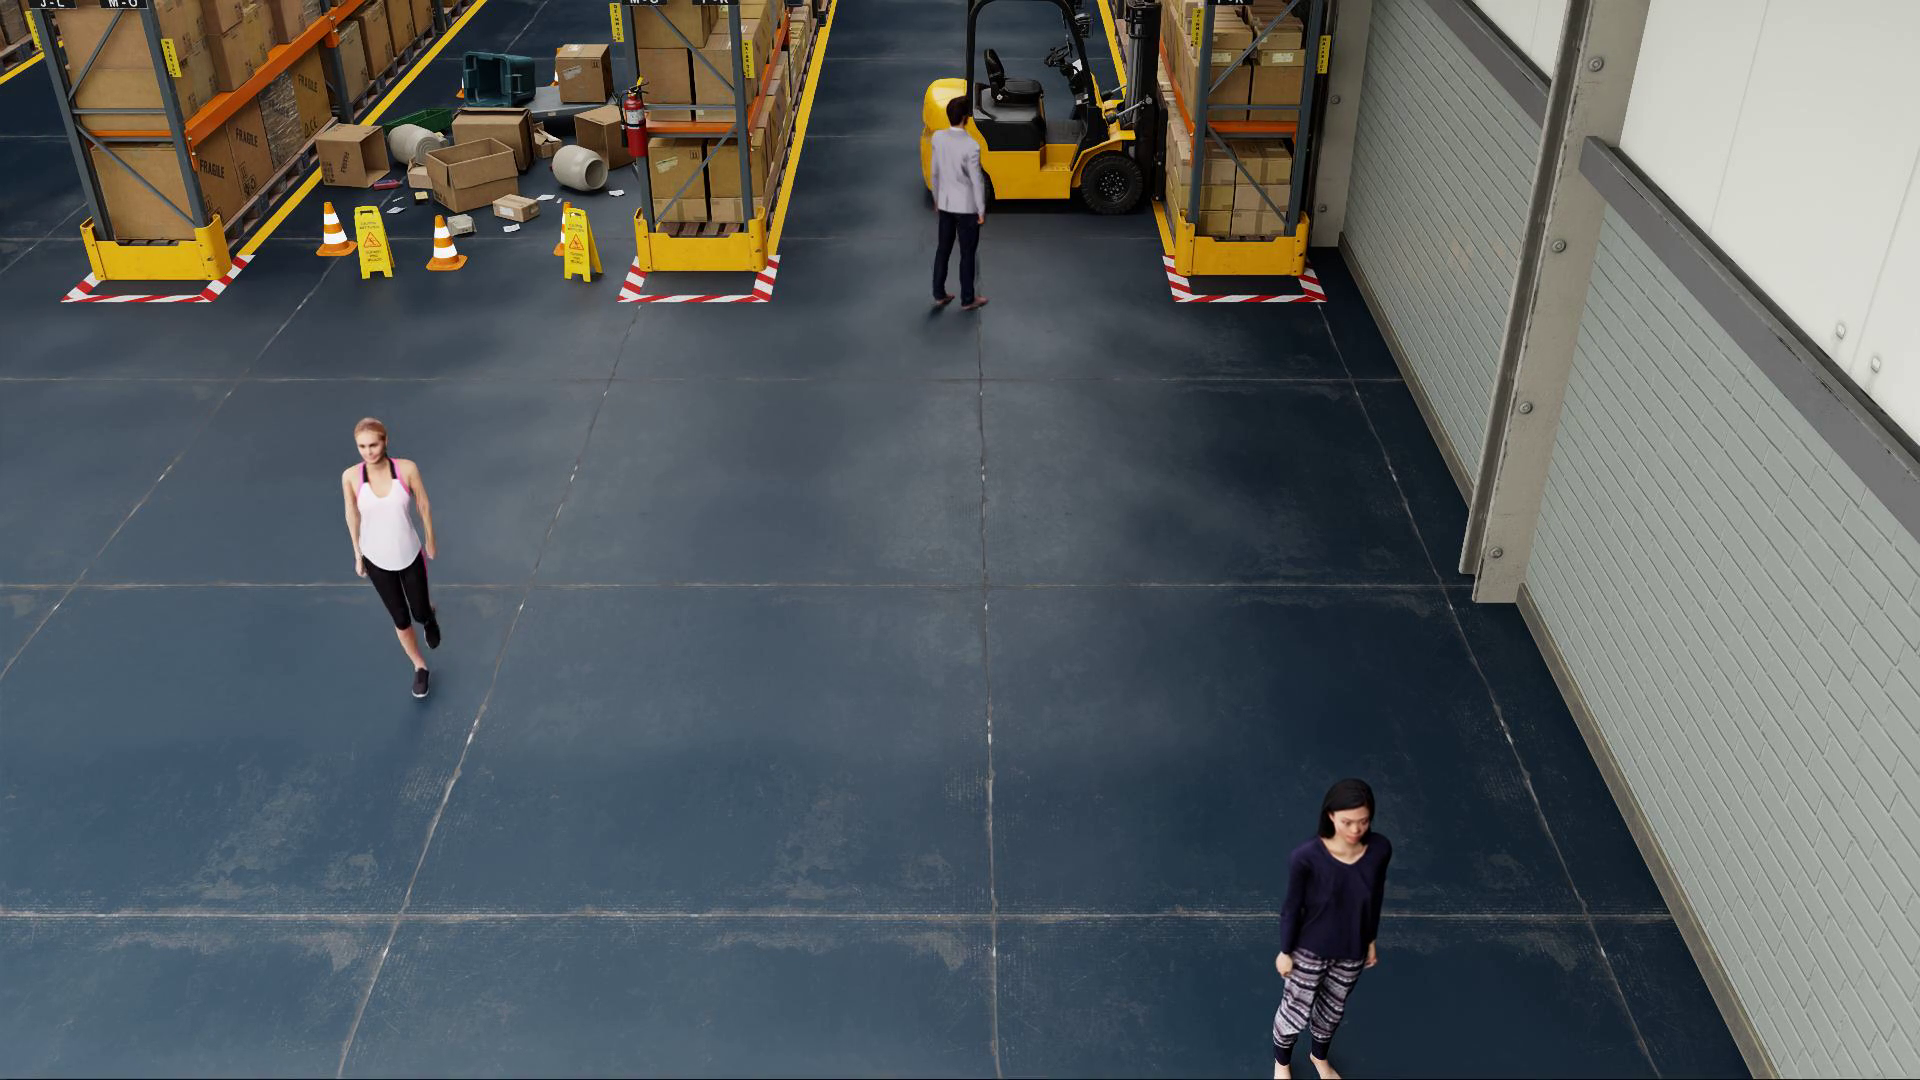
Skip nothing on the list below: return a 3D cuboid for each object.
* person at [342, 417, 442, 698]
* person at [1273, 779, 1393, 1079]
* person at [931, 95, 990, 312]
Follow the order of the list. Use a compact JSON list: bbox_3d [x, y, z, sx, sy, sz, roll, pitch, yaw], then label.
[{"bbox_3d":[-3.268,0.059,9.649,0.694,1.774,0.853,-6,33,-9],"label":"person"},{"bbox_3d":[1.572,1.695,7.094,0.648,1.734,0.578,-6,33,-9],"label":"person"},{"bbox_3d":[-0.033,-2.878,14.227,0.786,1.857,0.822,23,39,32],"label":"person"}]
